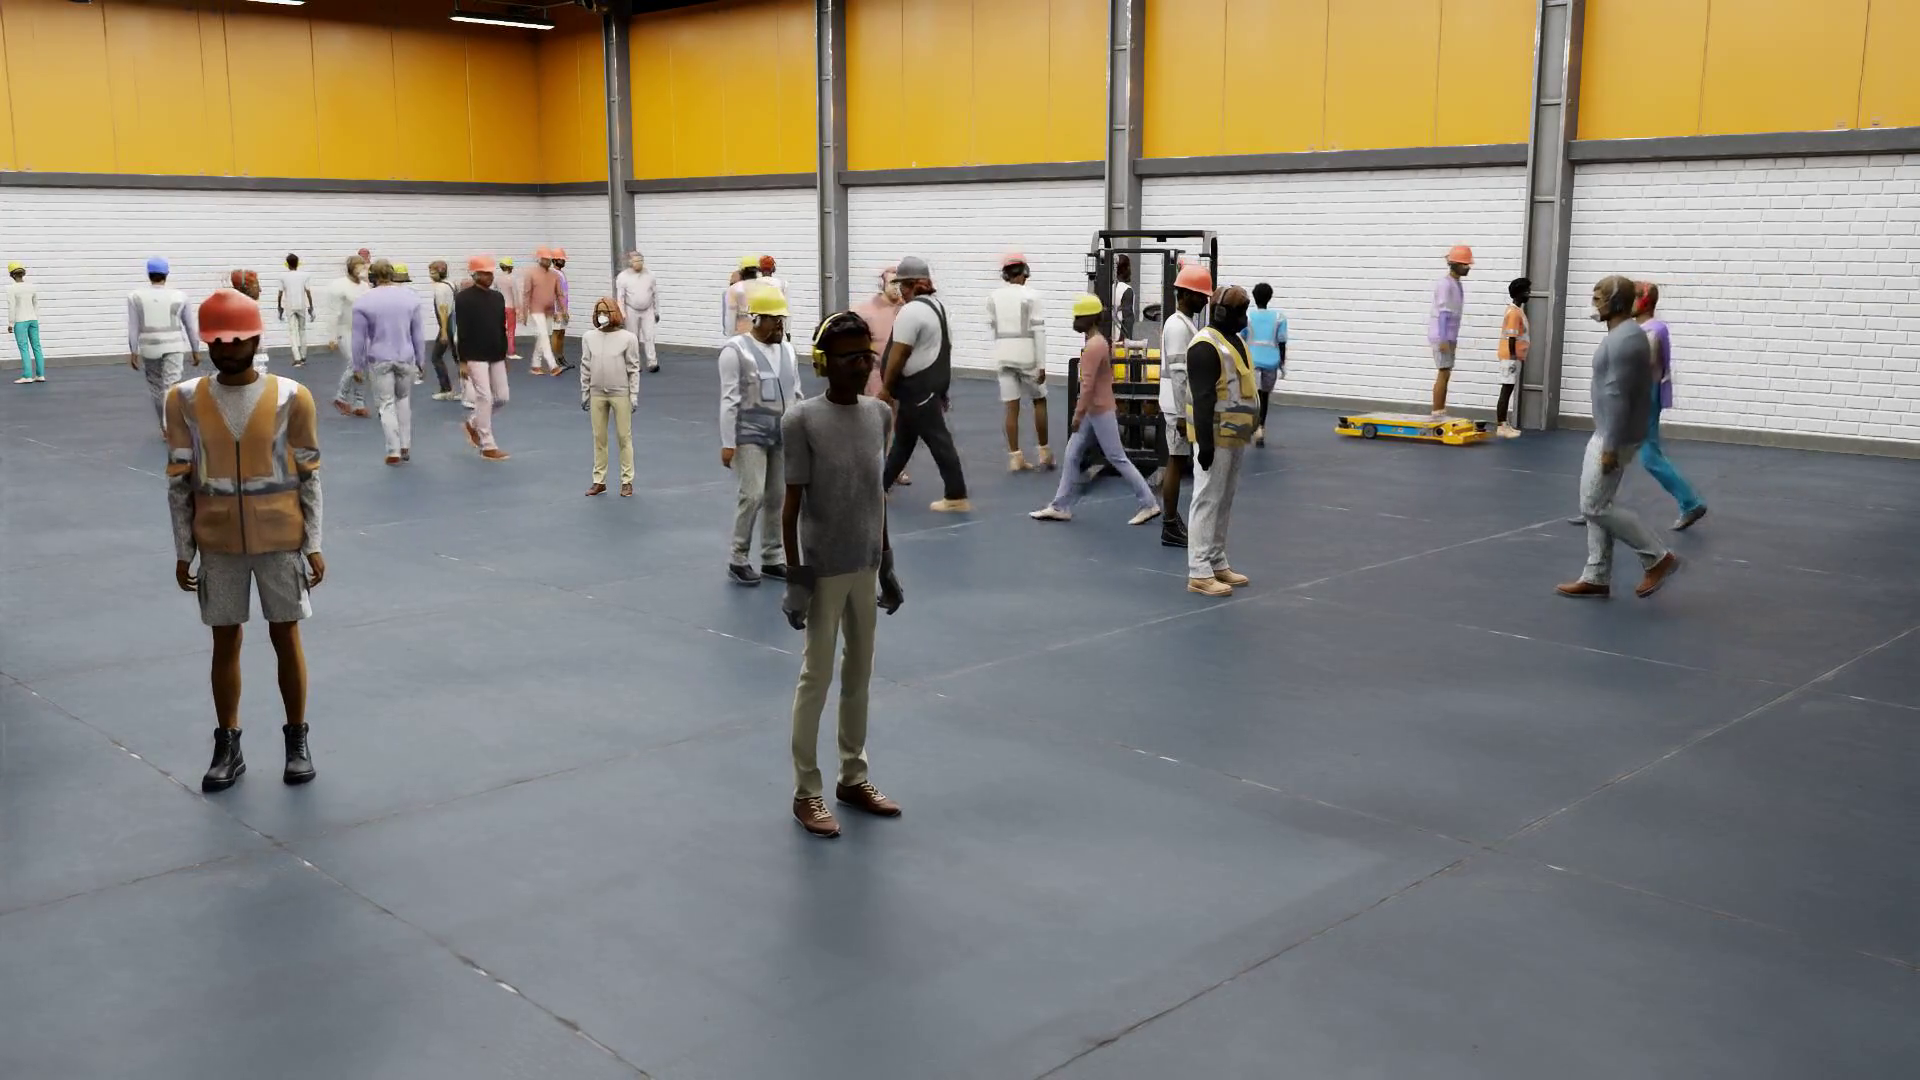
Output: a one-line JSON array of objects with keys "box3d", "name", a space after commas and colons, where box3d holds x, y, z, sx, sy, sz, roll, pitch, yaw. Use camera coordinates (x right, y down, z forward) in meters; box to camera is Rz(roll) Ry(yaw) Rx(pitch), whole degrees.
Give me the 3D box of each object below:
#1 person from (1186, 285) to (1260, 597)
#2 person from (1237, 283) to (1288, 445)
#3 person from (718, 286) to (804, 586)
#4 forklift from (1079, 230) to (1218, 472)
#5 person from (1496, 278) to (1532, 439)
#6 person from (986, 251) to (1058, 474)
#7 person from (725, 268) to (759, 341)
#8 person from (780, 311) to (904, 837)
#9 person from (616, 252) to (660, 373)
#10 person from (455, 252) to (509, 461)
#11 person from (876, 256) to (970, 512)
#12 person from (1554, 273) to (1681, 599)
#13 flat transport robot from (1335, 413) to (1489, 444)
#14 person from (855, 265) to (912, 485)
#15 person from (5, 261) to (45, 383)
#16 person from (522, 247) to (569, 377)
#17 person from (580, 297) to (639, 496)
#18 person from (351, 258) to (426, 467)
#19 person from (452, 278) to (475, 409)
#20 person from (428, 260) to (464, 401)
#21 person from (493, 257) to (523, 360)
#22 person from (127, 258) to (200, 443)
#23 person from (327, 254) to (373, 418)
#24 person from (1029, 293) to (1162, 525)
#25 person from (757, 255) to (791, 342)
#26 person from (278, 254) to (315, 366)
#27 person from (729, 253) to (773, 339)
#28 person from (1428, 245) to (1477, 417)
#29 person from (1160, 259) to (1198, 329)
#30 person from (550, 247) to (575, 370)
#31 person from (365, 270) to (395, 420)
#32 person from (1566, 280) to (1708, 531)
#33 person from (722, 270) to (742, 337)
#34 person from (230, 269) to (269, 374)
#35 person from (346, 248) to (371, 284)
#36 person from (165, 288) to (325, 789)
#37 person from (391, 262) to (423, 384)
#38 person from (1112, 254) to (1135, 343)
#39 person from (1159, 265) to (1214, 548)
[{"box3d": [1.572, -0.597, 9.951, 0.429, 1.839, 0.633, 6, 12, 28], "name": "person"}, {"box3d": [3.084, -1.808, 17.066, 0.540, 1.657, 0.883, 0, 10, 0], "name": "person"}, {"box3d": [-1.197, -0.632, 10.174, 0.403, 1.823, 0.616, 9, 14, 41], "name": "person"}, {"box3d": [1.804, -1.825, 15.677, 1.214, 2.155, 2.313, 2, 11, 13], "name": "forklift"}, {"box3d": [5.845, -1.919, 17.568, 0.319, 1.690, 0.532, 4, 11, 19], "name": "person"}, {"box3d": [0.540, -1.606, 15.057, 0.650, 1.981, 0.673, 6, 12, 30], "name": "person"}, {"box3d": [-2.632, -2.600, 21.048, 0.674, 1.787, 0.951, -2, 11, -9], "name": "person"}, {"box3d": [-0.418, 0.117, 5.989, 0.534, 1.864, 0.310, -10, 15, -44], "name": "person"}, {"box3d": [-4.941, -3.504, 25.706, 0.678, 1.865, 0.943, -4, 11, -22], "name": "person"}, {"box3d": [-4.583, -1.749, 15.862, 0.617, 1.980, 0.626, 6, 12, 31], "name": "person"}, {"box3d": [-0.377, -1.242, 12.914, 1.063, 2.000, 0.687, 3, 11, 15], "name": "person"}, {"box3d": [3.825, -0.572, 9.598, 0.567, 1.918, 0.640, 3, 11, 18], "name": "person"}, {"box3d": [4.736, -1.187, 17.445, 1.431, 0.197, 0.652, 9, 14, 40], "name": "flat transport robot"}, {"box3d": [-0.597, -1.423, 14.352, 0.650, 1.882, 0.554, -3, 11, -18], "name": "person"}, {"box3d": [-13.543, -3.141, 24.036, 0.329, 1.764, 0.524, 3, 11, 17], "name": "person"}, {"box3d": [-6.268, -3.445, 25.167, 1.007, 1.944, 0.645, 9, 13, 39], "name": "person"}, {"box3d": [-2.869, -1.170, 13.634, 0.497, 1.633, 0.283, 2, 11, 8], "name": "person"}, {"box3d": [-5.336, -1.647, 15.442, 0.650, 1.920, 0.618, -8, 13, -36], "name": "person"}, {"box3d": [-6.081, -2.432, 20.579, 0.601, 1.598, 0.625, 5, 12, 26], "name": "person"}, {"box3d": [-6.611, -2.670, 21.331, 0.656, 1.809, 0.600, 2, 11, 9], "name": "person"}, {"box3d": [-7.801, -3.990, 28.660, 0.528, 1.767, 0.317, 5, 11, 25], "name": "person"}, {"box3d": [-8.291, -1.986, 17.369, 0.647, 1.889, 1.005, -3, 11, -17], "name": "person"}, {"box3d": [-7.024, -2.345, 19.283, 0.441, 1.913, 0.692, 5, 11, 25], "name": "person"}, {"box3d": [1.037, -0.957, 12.255, 0.966, 1.712, 0.526, 1, 10, 3], "name": "person"}, {"box3d": [-2.427, -2.660, 21.077, 0.583, 1.882, 0.337, -3, 11, -14], "name": "person"}, {"box3d": [-10.968, -3.793, 27.435, 0.554, 1.824, 0.895, -6, 12, -28], "name": "person"}, {"box3d": [-2.545, -2.537, 20.312, 0.606, 1.916, 0.542, -5, 12, -26], "name": "person"}, {"box3d": [5.383, -2.213, 18.266, 0.466, 2.033, 0.702, 7, 13, 35], "name": "person"}, {"box3d": [2.708, -2.548, 20.470, 0.488, 1.887, 0.622, 9, 14, 41], "name": "person"}, {"box3d": [-6.368, -3.677, 26.478, 0.359, 1.938, 0.545, 1, 10, 8], "name": "person"}, {"box3d": [-6.784, -2.319, 19.510, 0.585, 1.768, 0.892, -4, 11, -23], "name": "person"}, {"box3d": [4.964, -0.968, 12.035, 0.895, 1.816, 0.566, 1, 10, 8], "name": "person"}, {"box3d": [-3.157, -3.042, 23.847, 0.501, 1.632, 0.286, -2, 11, -11], "name": "person"}, {"box3d": [-6.223, -1.422, 14.427, 0.883, 1.855, 0.577, -5, 12, -26], "name": "person"}, {"box3d": [-10.637, -4.278, 29.846, 0.643, 1.905, 0.399, -3, 11, -17], "name": "person"}, {"box3d": [-2.740, 0.006, 6.402, 0.551, 1.932, 0.378, -3, 11, -15], "name": "person"}, {"box3d": [-7.977, -3.097, 23.841, 0.484, 1.744, 0.296, -3, 11, -15], "name": "person"}, {"box3d": [1.764, -2.208, 18.508, 0.385, 1.921, 0.596, -5, 11, -24], "name": "person"}, {"box3d": [1.558, -0.916, 11.449, 0.373, 1.928, 0.543, 2, 11, 10], "name": "person"}]
